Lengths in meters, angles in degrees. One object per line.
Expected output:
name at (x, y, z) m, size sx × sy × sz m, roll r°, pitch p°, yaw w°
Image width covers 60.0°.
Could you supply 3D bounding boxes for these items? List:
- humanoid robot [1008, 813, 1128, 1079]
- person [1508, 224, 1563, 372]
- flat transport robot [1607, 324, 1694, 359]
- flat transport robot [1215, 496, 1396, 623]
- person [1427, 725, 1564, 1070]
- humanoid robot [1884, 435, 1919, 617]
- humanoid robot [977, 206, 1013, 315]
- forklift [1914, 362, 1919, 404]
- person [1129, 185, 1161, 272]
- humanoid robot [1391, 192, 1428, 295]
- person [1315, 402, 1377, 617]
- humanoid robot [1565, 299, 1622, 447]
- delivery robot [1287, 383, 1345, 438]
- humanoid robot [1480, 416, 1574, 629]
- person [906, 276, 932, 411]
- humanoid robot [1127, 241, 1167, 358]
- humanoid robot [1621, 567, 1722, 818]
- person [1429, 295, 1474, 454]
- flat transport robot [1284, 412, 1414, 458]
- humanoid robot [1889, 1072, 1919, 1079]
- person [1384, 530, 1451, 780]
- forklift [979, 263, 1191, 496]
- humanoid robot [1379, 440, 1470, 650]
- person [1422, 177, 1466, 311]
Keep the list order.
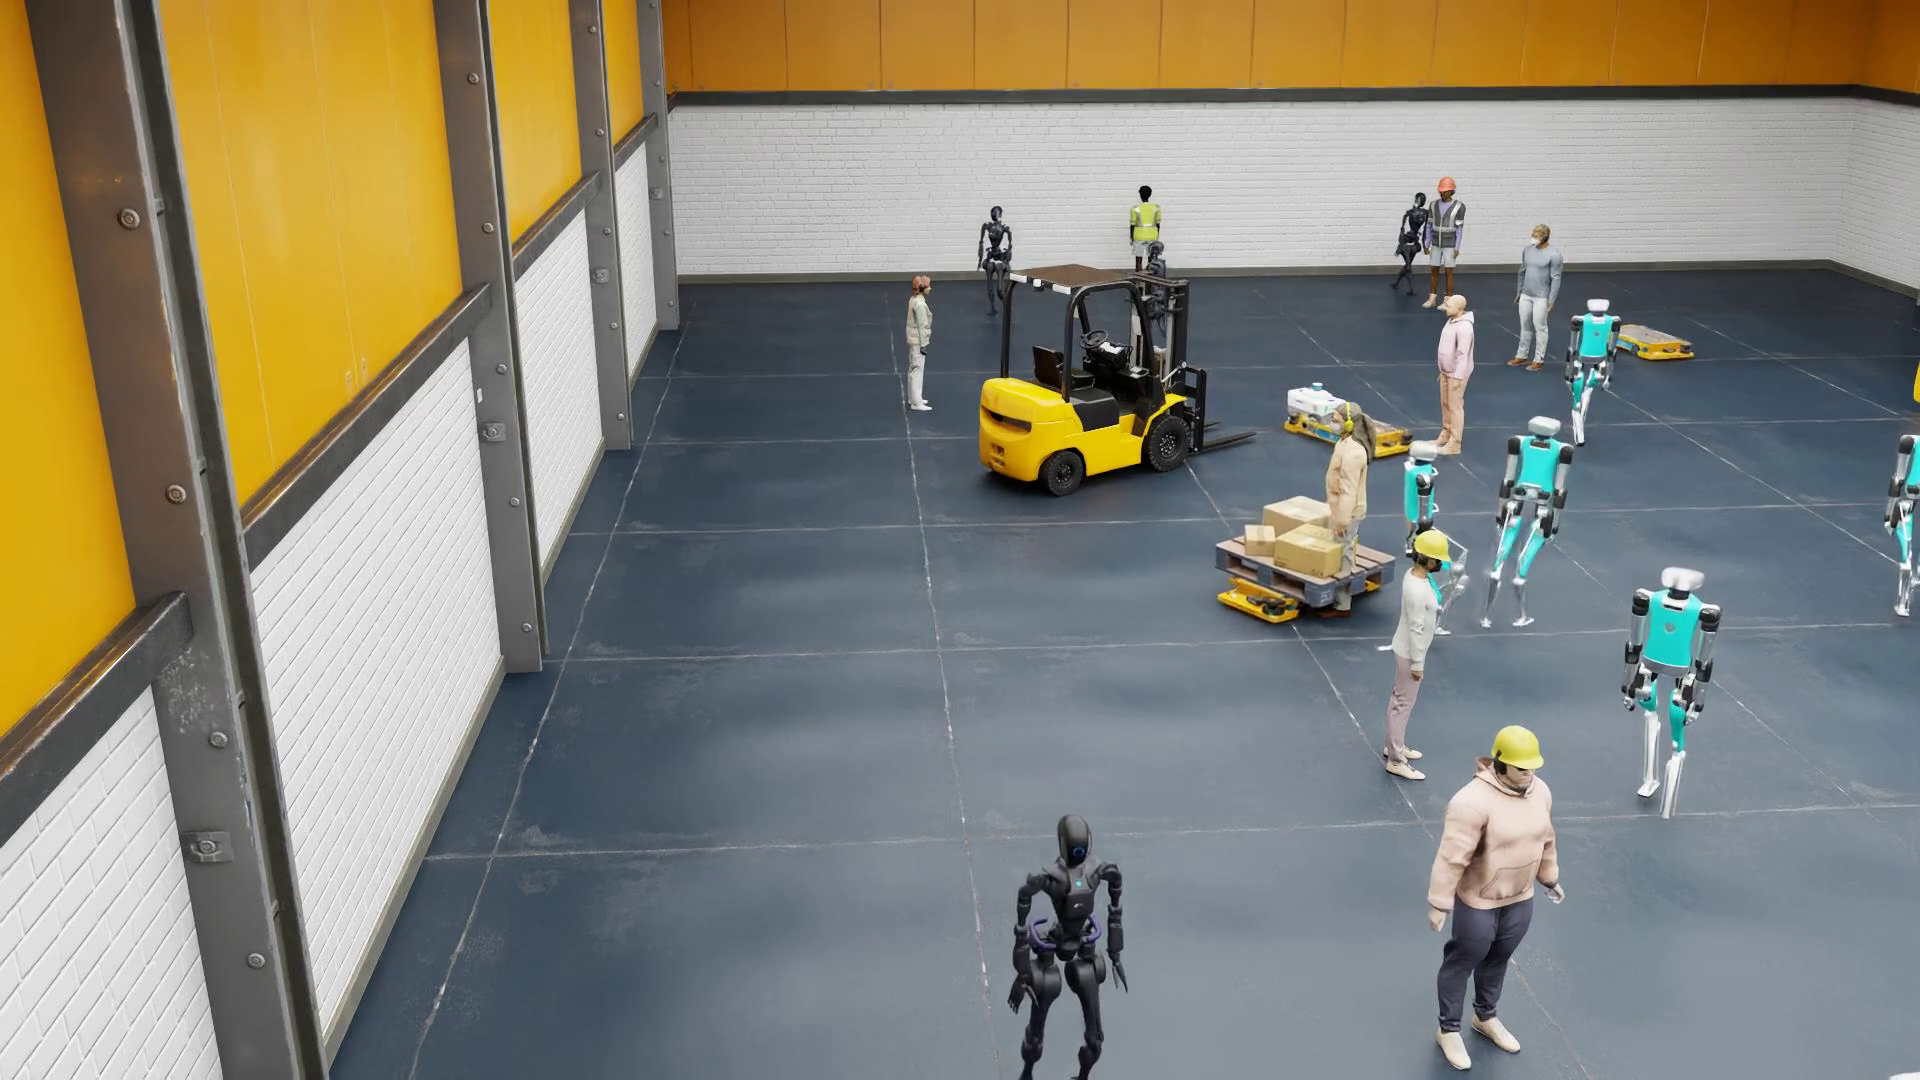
humanoid robot at (0.513, 2.030, 8.056) m, size 0.599 × 1.650 × 0.380 m, roll -6°, pitch 21°, yaw -17°
person at (7.594, -3.205, 21.941) m, size 0.372 × 1.935 × 0.640 m, roll -12°, pitch 23°, yaw -29°
flat transport robot at (9.490, -2.766, 23.163) m, size 0.659 × 0.231 × 1.431 m, roll -5°, pitch 21°, yaw -13°
flat transport robot at (2.994, 0.396, 14.547) m, size 1.431 × 0.231 × 0.659 m, roll -15°, pitch 25°, yaw -35°
person at (2.701, 1.780, 8.459) m, size 0.815 × 1.865 × 0.416 m, roll -8°, pitch 22°, yaw -22°
humanoid robot at (8.022, -0.144, 13.868) m, size 0.546 × 1.741 × 0.985 m, roll 8°, pitch 22°, yaw 20°
humanoid robot at (0.538, -4.212, 25.055) m, size 0.590 × 1.643 × 0.373 m, roll 10°, pitch 22°, yaw 25°
forklift at (12.602, -2.435, 19.475) m, size 2.313 × 2.155 × 1.214 m, roll -1°, pitch 20°, yaw -4°
person at (2.978, -4.861, 26.822) m, size 0.535 × 1.686 × 0.332 m, roll -3°, pitch 20°, yaw -7°
humanoid robot at (7.210, -4.767, 26.659) m, size 0.608 × 1.620 × 0.741 m, roll -10°, pitch 22°, yaw -26°
person at (3.253, -0.253, 14.004) m, size 0.396 × 1.871 × 0.558 m, roll 4°, pitch 21°, yaw 10°
humanoid robot at (7.014, -1.891, 18.658) m, size 0.540 × 1.728 × 1.037 m, roll 3°, pitch 20°, yaw 7°
delivery robot at (4.156, -1.511, 19.352) m, size 0.520 × 0.611 × 0.782 m, roll -11°, pitch 23°, yaw -27°
humanoid robot at (4.645, -0.080, 13.733) m, size 0.545 × 1.789 × 0.807 m, roll 11°, pitch 23°, yaw 28°
person at (-0.497, -2.387, 20.155) m, size 0.315 × 1.632 × 0.517 m, roll -4°, pitch 21°, yaw -10°
humanoid robot at (2.672, -3.209, 22.403) m, size 0.772 × 1.635 × 0.584 m, roll 7°, pitch 21°, yaw 19°
humanoid robot at (4.663, 0.980, 10.919) m, size 0.536 × 1.842 × 0.750 m, roll 14°, pitch 24°, yaw 33°
person at (5.490, -1.839, 18.457) m, size 0.408 × 1.777 × 0.520 m, roll -3°, pitch 20°, yaw -7°
flat transport robot at (4.446, -1.232, 18.983) m, size 0.659 × 0.231 × 1.431 m, roll -13°, pitch 24°, yaw -31°
humanoid robot at (3.091, 2.738, 6.094) m, size 0.920 × 1.776 × 0.538 m, roll -1°, pitch 20°, yaw -2°
person at (3.121, 0.766, 11.379) m, size 0.324 × 1.759 × 0.523 m, roll 4°, pitch 21°, yaw 12°
forklift at (1.315, -1.764, 17.646) m, size 2.313 × 2.155 × 1.214 m, roll -14°, pitch 24°, yaw -33°
humanoid robot at (3.860, 0.077, 13.333) m, size 0.802 × 1.791 × 0.549 m, roll 1°, pitch 20°, yaw 2°
person at (7.364, -4.519, 25.395) m, size 0.598 × 2.036 × 0.410 m, roll 17°, pitch 26°, yaw 39°
